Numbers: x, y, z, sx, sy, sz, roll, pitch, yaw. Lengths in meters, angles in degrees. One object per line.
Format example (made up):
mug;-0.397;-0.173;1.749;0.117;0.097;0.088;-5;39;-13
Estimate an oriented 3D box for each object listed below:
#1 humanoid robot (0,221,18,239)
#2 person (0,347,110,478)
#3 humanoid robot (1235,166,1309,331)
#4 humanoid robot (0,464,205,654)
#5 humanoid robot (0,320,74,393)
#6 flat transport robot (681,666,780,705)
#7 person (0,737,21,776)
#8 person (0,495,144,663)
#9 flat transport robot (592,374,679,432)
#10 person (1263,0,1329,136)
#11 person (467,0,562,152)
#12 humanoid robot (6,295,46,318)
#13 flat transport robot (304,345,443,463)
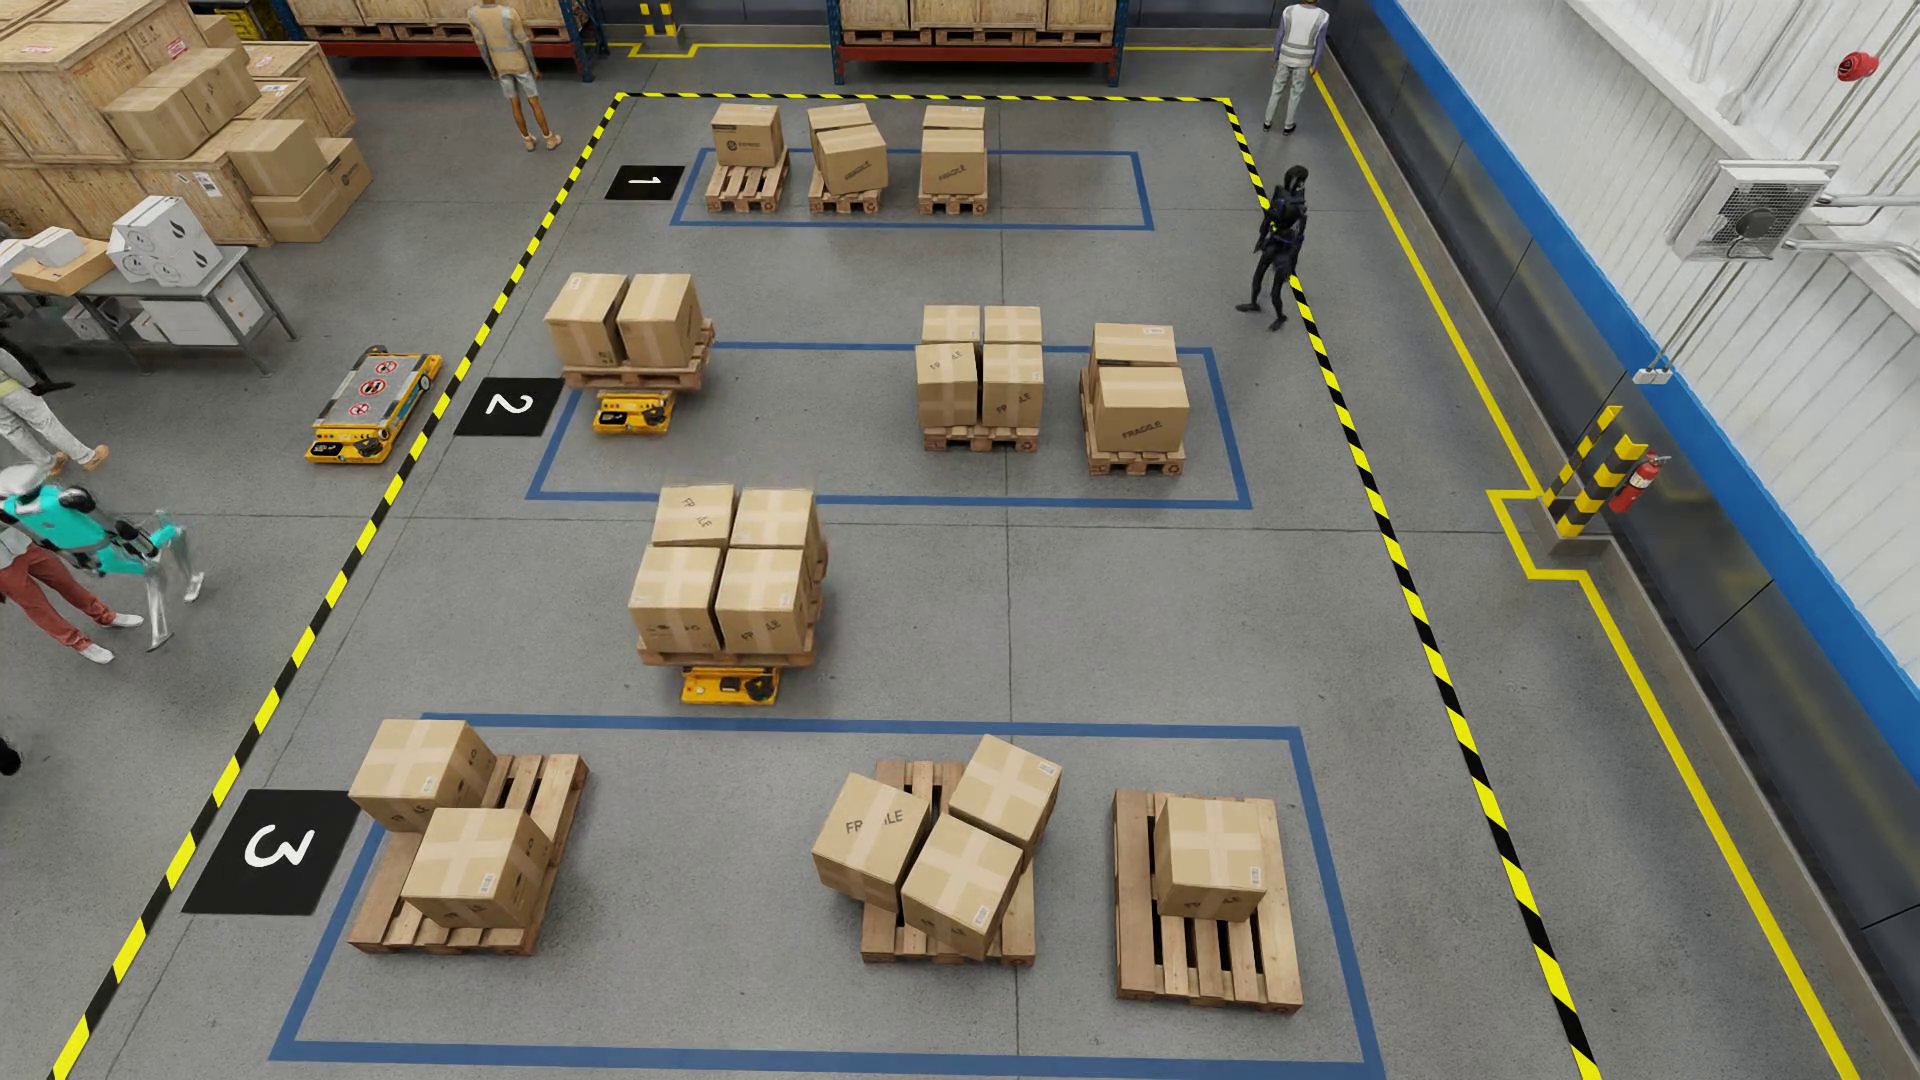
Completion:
humanoid robot;-10.342;-3.620;9.481;0.945;1.770;0.547;0;50;0
person;-7.793;-1.248;7.393;0.630;1.843;0.429;-9;50;-8
humanoid robot;3.101;-2.821;8.828;0.394;1.639;0.592;-17;52;-14
humanoid robot;-5.873;-0.005;6.395;0.535;1.721;1.008;-11;51;-9
humanoid robot;-8.609;-1.817;7.992;0.439;1.636;0.601;-20;53;-16
flat transport robot;-1.625;0.565;6.871;0.652;0.197;1.431;1;50;1
person;-6.414;1.181;5.302;0.570;1.898;0.699;-1;50;-1
person;-6.418;0.112;6.191;0.392;1.920;0.587;5;50;5
flat transport robot;-2.975;-1.584;8.689;0.652;0.197;1.431;1;50;1
person;4.191;-6.005;11.419;0.599;1.836;0.404;21;53;17
person;-5.404;-5.735;11.058;0.606;2.044;0.388;-1;50;-1
humanoid robot;-9.746;-2.871;8.885;0.608;1.638;0.608;0;50;0
flat transport robot;-5.383;-1.269;8.441;0.659;0.231;1.431;1;50;1
